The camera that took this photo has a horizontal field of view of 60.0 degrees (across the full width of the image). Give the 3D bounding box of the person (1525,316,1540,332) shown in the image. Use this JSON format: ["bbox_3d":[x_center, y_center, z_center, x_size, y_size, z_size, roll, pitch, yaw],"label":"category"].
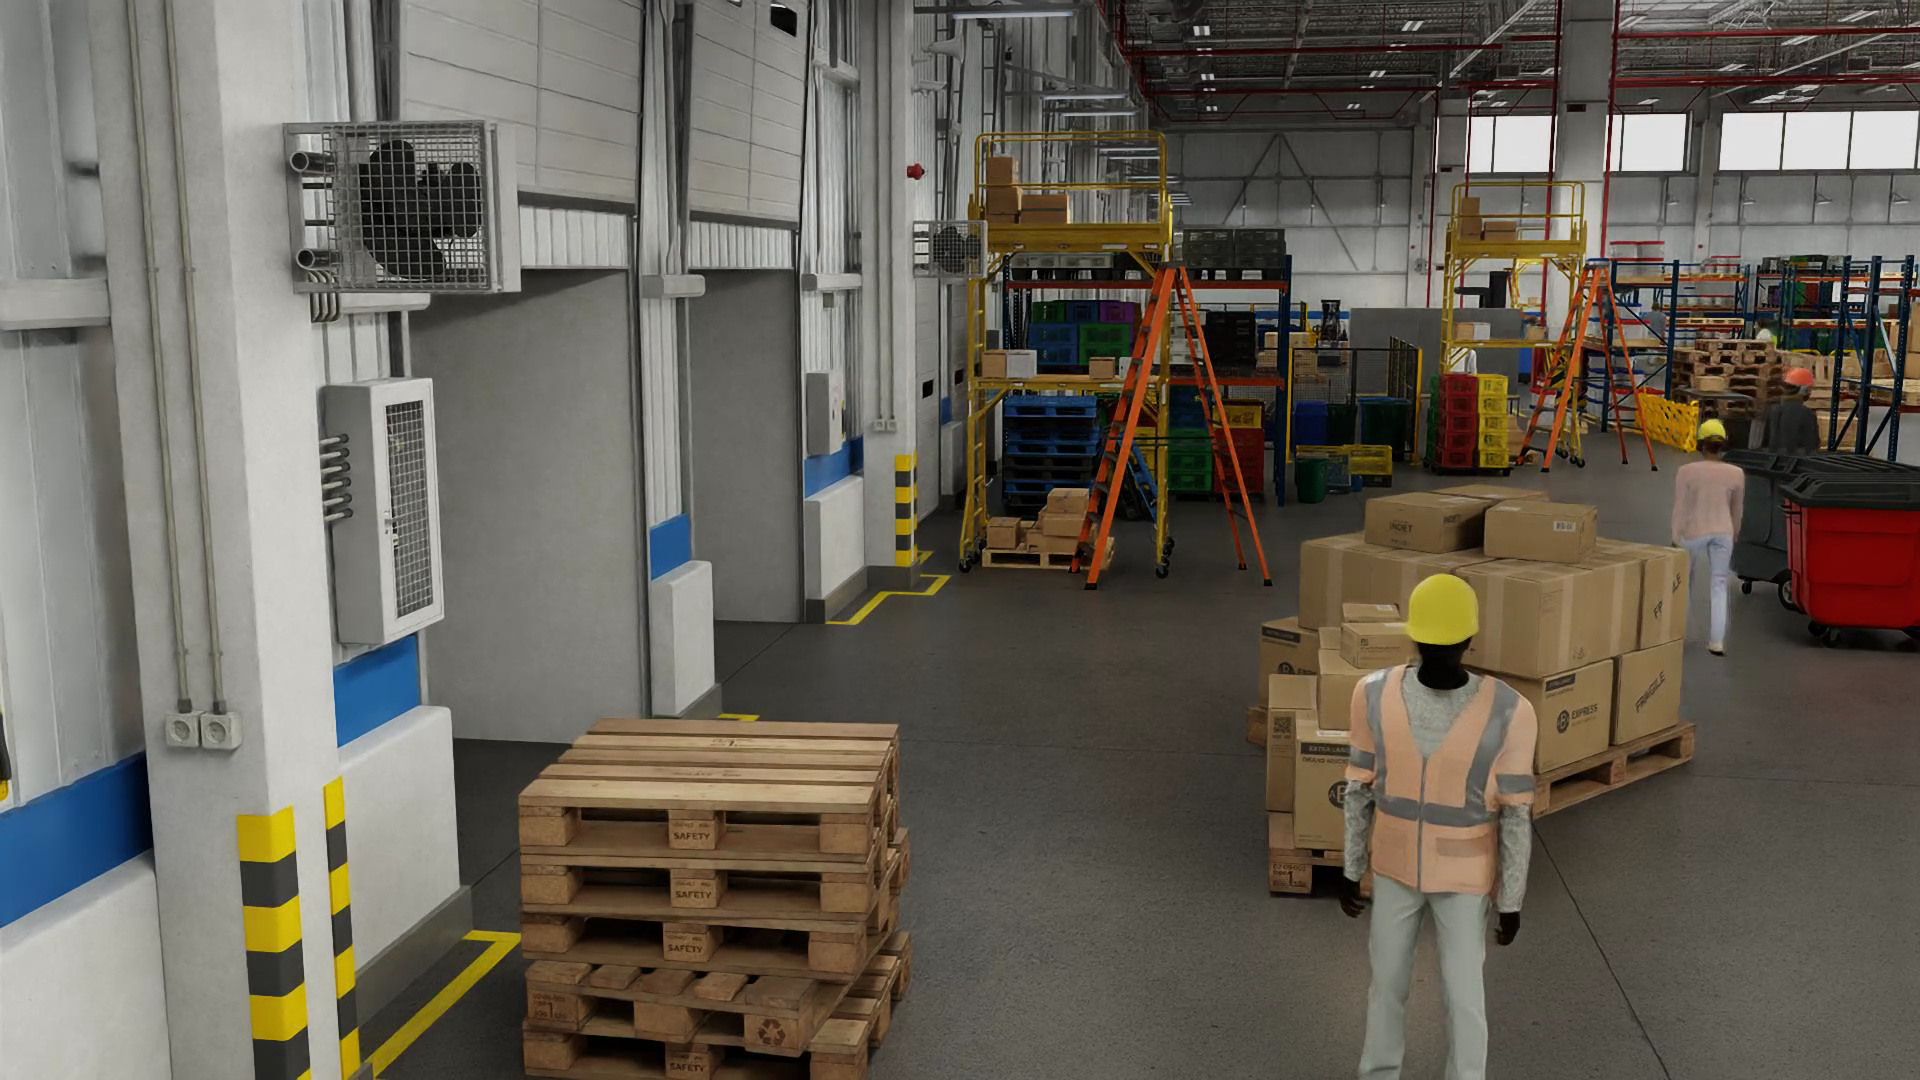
[{"bbox_3d":[15.939,-5.461,46.397,0.544,1.592,0.884,-4,10,-25],"label":"person"}]

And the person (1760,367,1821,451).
[{"bbox_3d":[7.815,-0.653,15.704,1.044,1.947,0.607,-1,9,-6],"label":"person"}]

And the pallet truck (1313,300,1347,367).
[{"bbox_3d":[11.159,-6.200,49.718,0.823,1.965,1.885,4,10,26],"label":"pallet truck"}]

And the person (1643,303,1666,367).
[{"bbox_3d":[20.645,-6.102,49.488,0.616,1.887,0.999,6,11,31],"label":"person"}]

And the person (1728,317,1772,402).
[{"bbox_3d":[16.637,-3.703,34.674,1.027,1.885,0.638,8,12,40],"label":"person"}]

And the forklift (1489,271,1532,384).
[{"bbox_3d":[13.422,-5.322,41.591,1.873,2.768,1.129,1,9,9],"label":"forklift"}]

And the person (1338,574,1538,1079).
[{"bbox_3d":[1.500,1.046,5.282,0.593,1.919,0.392,6,11,32],"label":"person"}]

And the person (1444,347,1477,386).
[{"bbox_3d":[8.120,-2.472,27.076,0.575,1.884,0.355,5,11,29],"label":"person"}]

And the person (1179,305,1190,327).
[{"bbox_3d":[5.976,-5.300,44.398,0.387,1.929,0.549,2,9,14],"label":"person"}]

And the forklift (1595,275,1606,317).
[{"bbox_3d":[16.828,-5.799,44.531,1.129,2.768,1.873,-6,11,-32],"label":"forklift"}]

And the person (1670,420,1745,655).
[{"bbox_3d":[5.620,-0.040,12.580,0.548,1.720,0.903,1,9,7],"label":"person"}]
